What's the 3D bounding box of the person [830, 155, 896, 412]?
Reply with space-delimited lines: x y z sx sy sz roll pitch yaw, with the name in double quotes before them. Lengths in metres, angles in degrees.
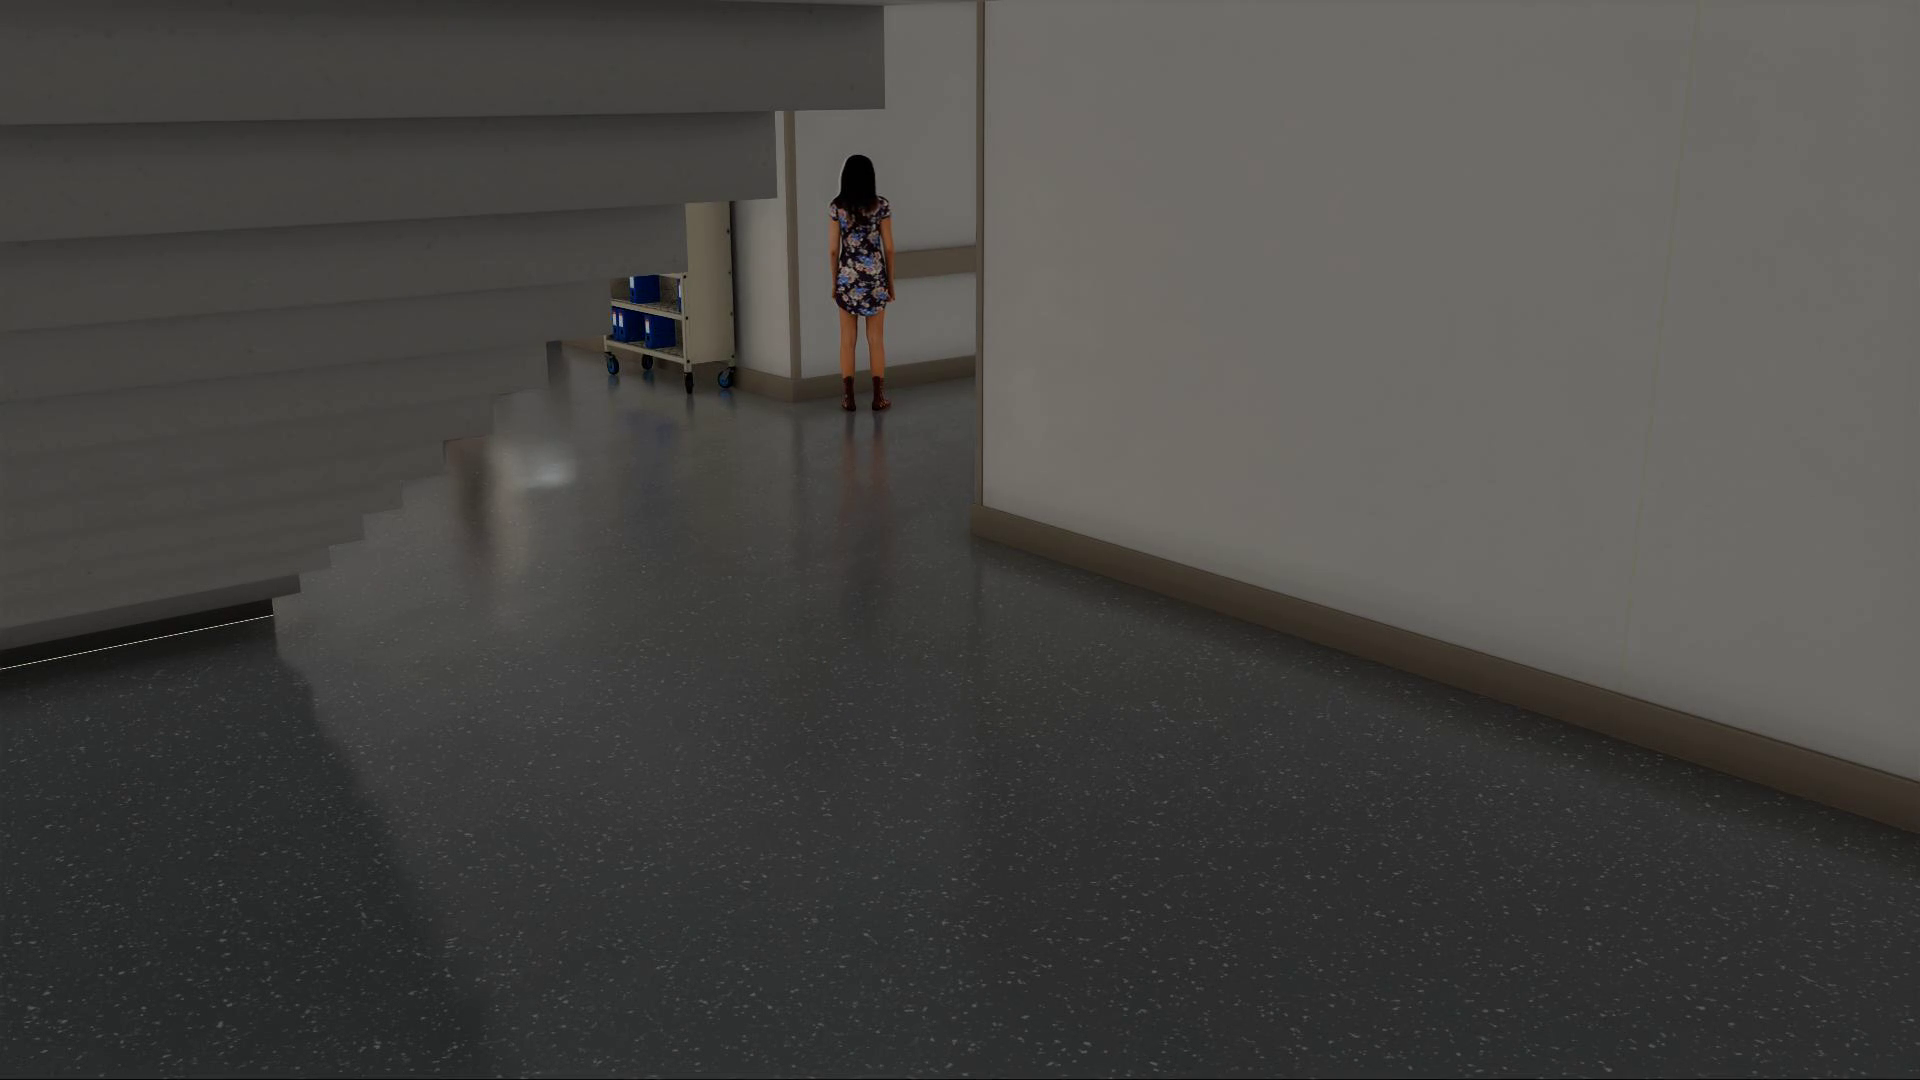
"person" -0.677 -1.756 11.403 0.669 1.733 0.713 0 16 0
